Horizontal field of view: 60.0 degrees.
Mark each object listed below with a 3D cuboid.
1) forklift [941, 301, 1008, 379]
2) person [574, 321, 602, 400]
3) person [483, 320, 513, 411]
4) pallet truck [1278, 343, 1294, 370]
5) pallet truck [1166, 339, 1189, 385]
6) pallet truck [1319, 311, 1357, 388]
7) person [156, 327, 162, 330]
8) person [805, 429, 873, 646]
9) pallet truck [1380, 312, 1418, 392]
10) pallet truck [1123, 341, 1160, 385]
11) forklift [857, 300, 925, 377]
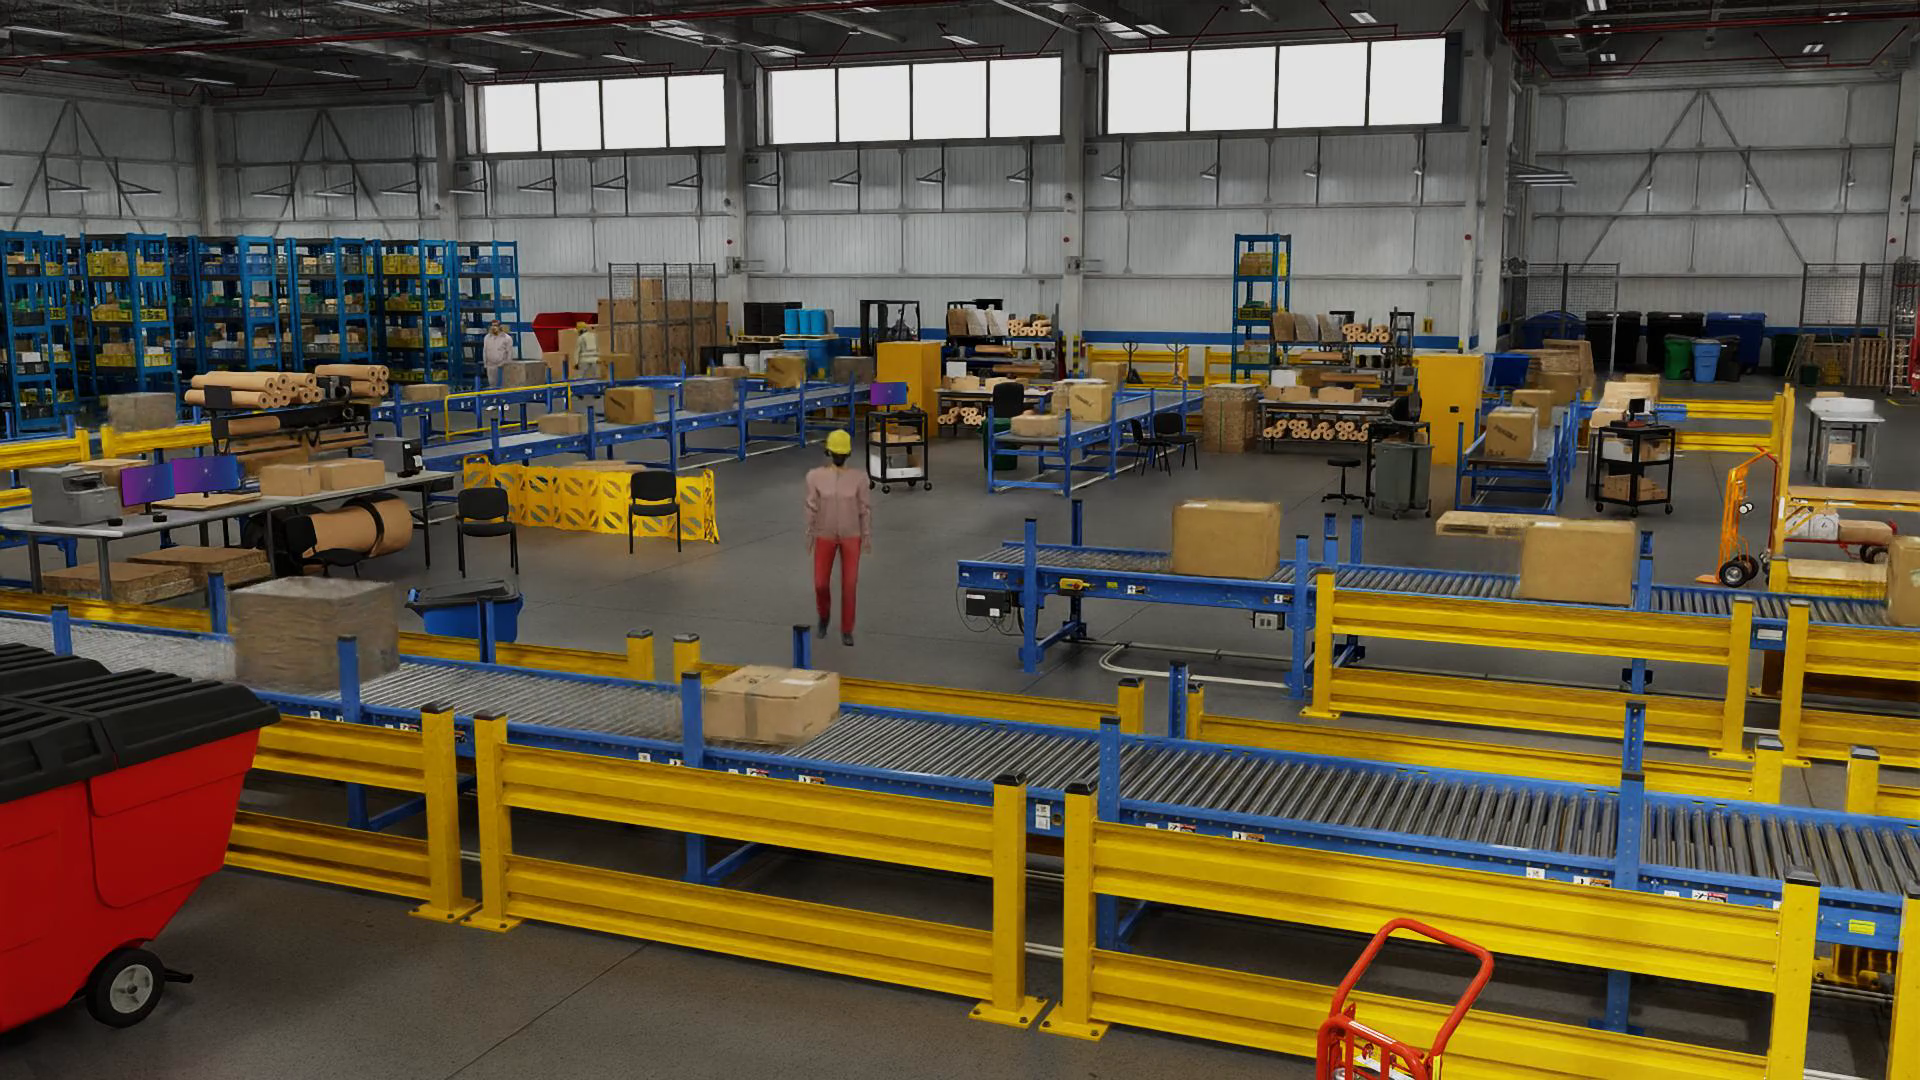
[{"bbox_3d":[0.365,-4.966,41.571,1.157,1.987,2.680,3,10,20],"label":"forklift"},{"bbox_3d":[-8.439,-4.071,37.707,0.415,1.796,0.625,9,13,43],"label":"person"},{"bbox_3d":[-9.690,-3.655,34.835,0.642,1.909,0.410,1,9,6],"label":"person"},{"bbox_3d":[7.886,-4.163,39.743,0.653,1.274,1.630,4,10,22],"label":"pallet truck"},{"bbox_3d":[5.418,-4.269,40.420,0.704,1.261,1.522,3,10,20],"label":"pallet truck"},{"bbox_3d":[9.071,-4.419,39.190,0.823,1.965,1.885,5,10,26],"label":"pallet truck"},{"bbox_3d":[-17.890,-4.005,37.193,0.573,1.831,0.398,-7,11,-35],"label":"person"},{"bbox_3d":[-0.967,-0.015,13.260,0.532,1.744,0.376,-1,9,-7],"label":"person"},{"bbox_3d":[10.207,-4.283,38.369,0.823,1.965,1.885,3,10,20],"label":"pallet truck"},{"bbox_3d":[4.445,-4.380,41.279,0.680,1.201,1.601,4,10,22],"label":"pallet truck"},{"bbox_3d":[-1.732,-5.109,42.468,1.157,1.987,2.680,4,10,22],"label":"forklift"}]
